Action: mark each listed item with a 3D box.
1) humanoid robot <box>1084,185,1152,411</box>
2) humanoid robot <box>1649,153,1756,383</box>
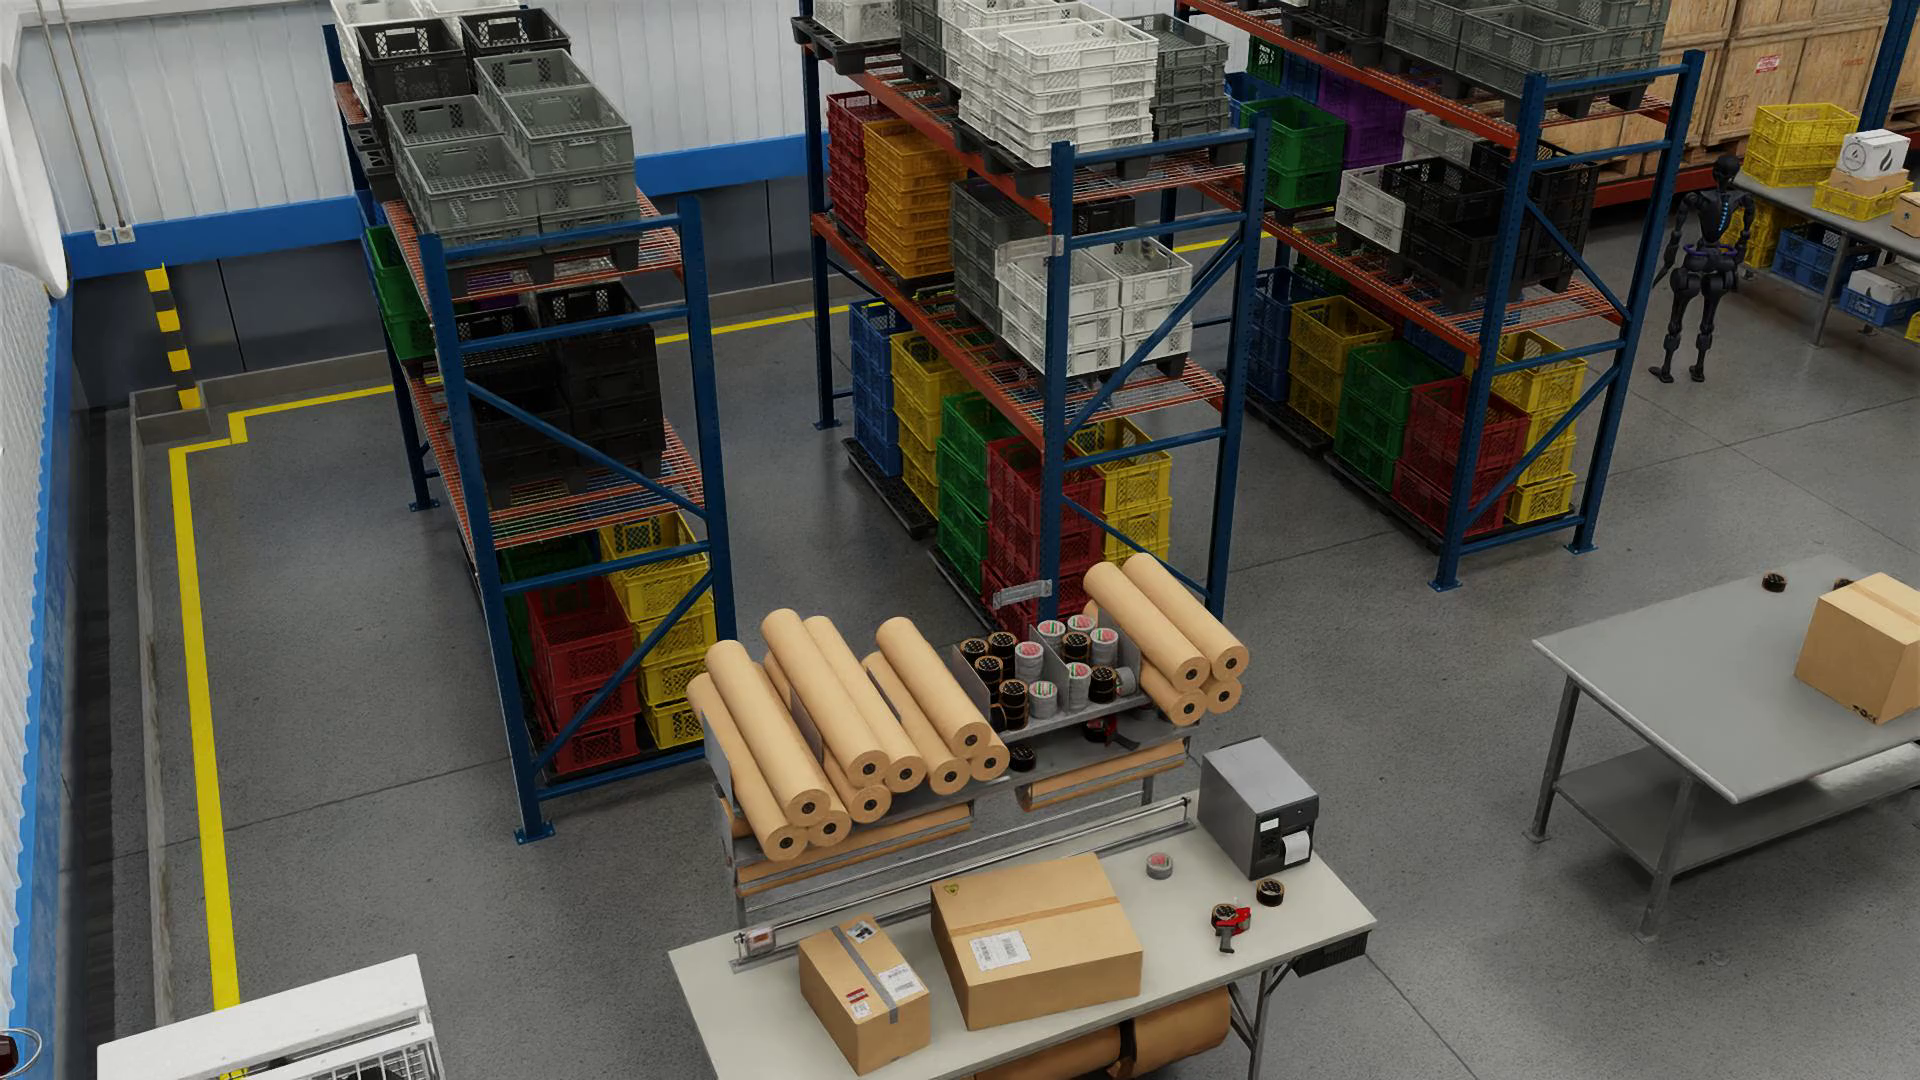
[{"bbox_3d":[0.991,-1.588,11.219,0.588,1.642,0.551,-1,32,-1],"label":"humanoid robot"},{"bbox_3d":[5.231,-1.917,11.728,0.589,1.657,0.327,0,32,0],"label":"humanoid robot"}]
